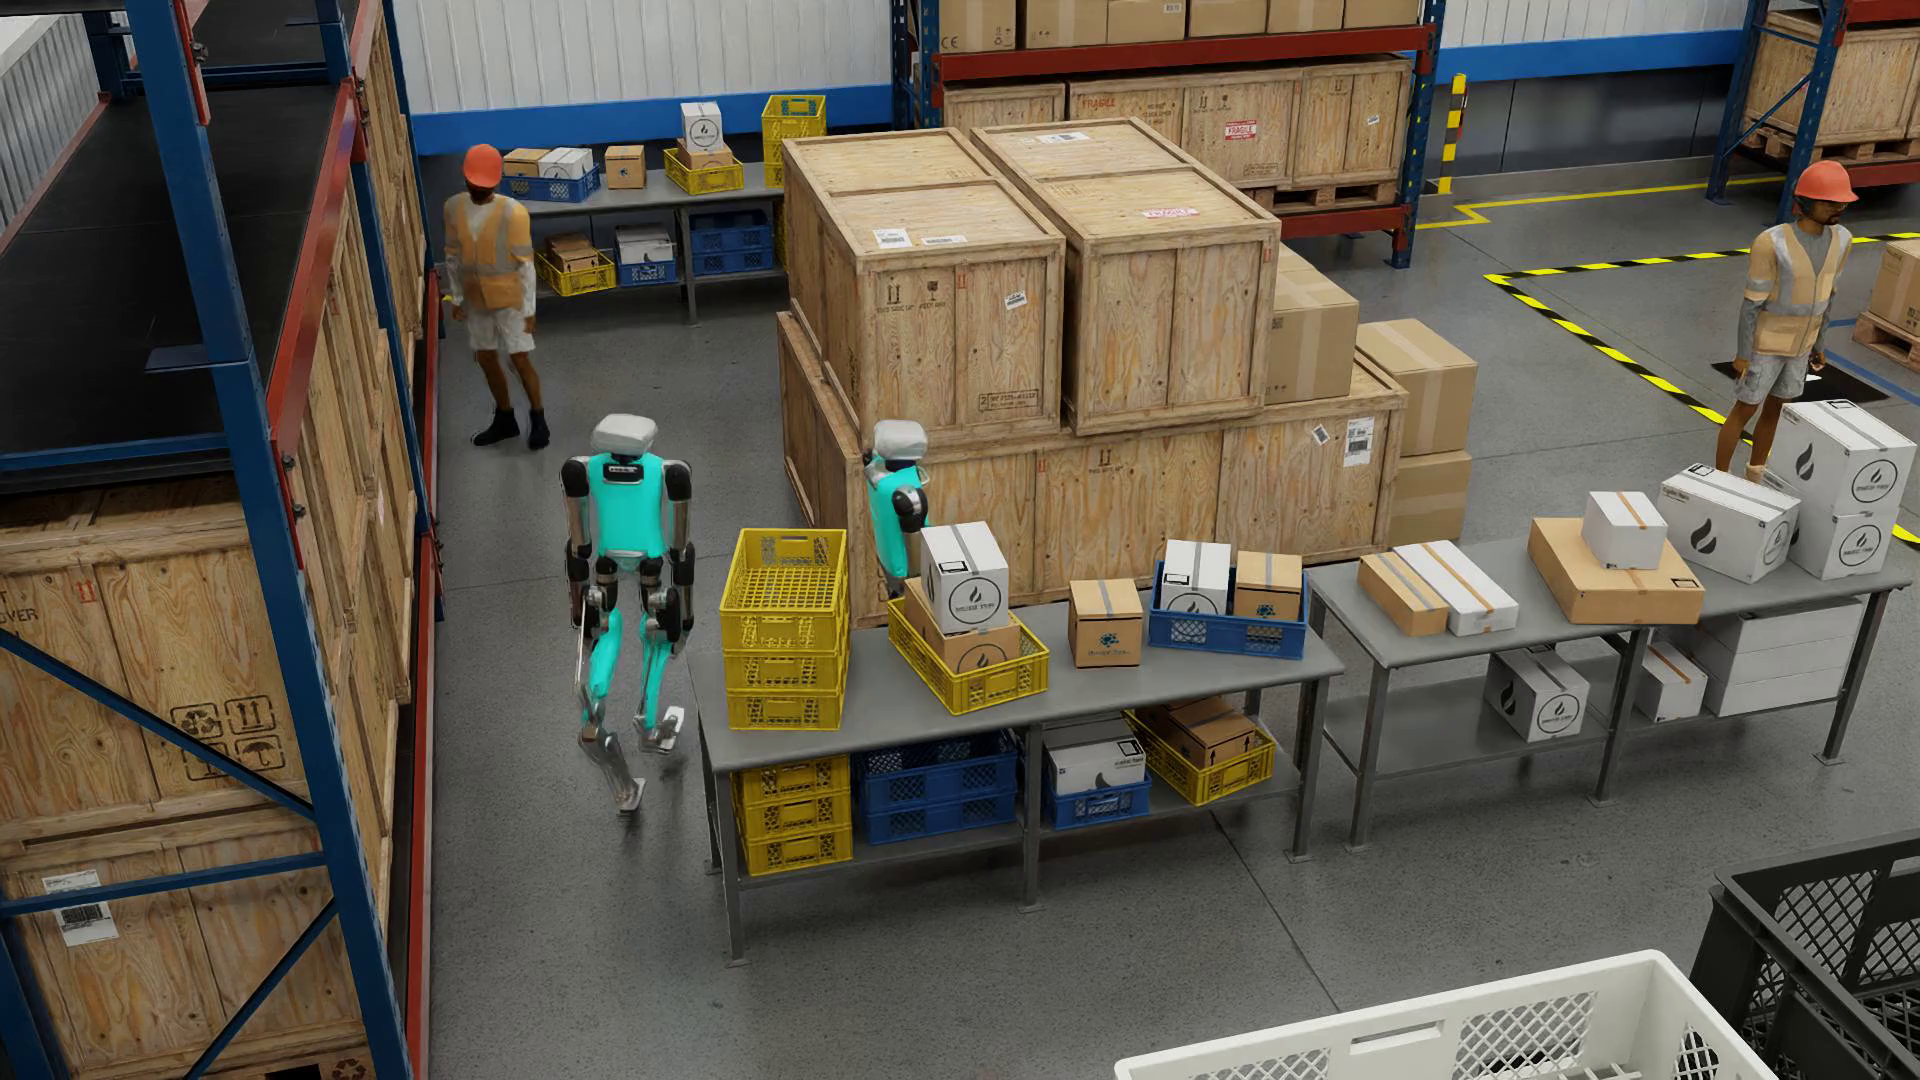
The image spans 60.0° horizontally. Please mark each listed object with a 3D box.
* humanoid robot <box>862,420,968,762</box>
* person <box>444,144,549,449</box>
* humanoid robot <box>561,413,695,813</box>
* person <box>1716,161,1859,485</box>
[{"bbox_3d":[-0.033,0.345,7.083,0.722,1.896,0.532,-10,30,-17],"label":"humanoid robot"},{"bbox_3d":[-2.806,-1.454,10.059,0.594,1.912,0.378,9,30,16],"label":"person"},{"bbox_3d":[-1.372,0.378,6.895,0.549,1.730,0.984,0,29,1],"label":"humanoid robot"},{"bbox_3d":[4.597,-1.104,9.280,0.606,2.048,0.366,-9,30,-15],"label":"person"}]
